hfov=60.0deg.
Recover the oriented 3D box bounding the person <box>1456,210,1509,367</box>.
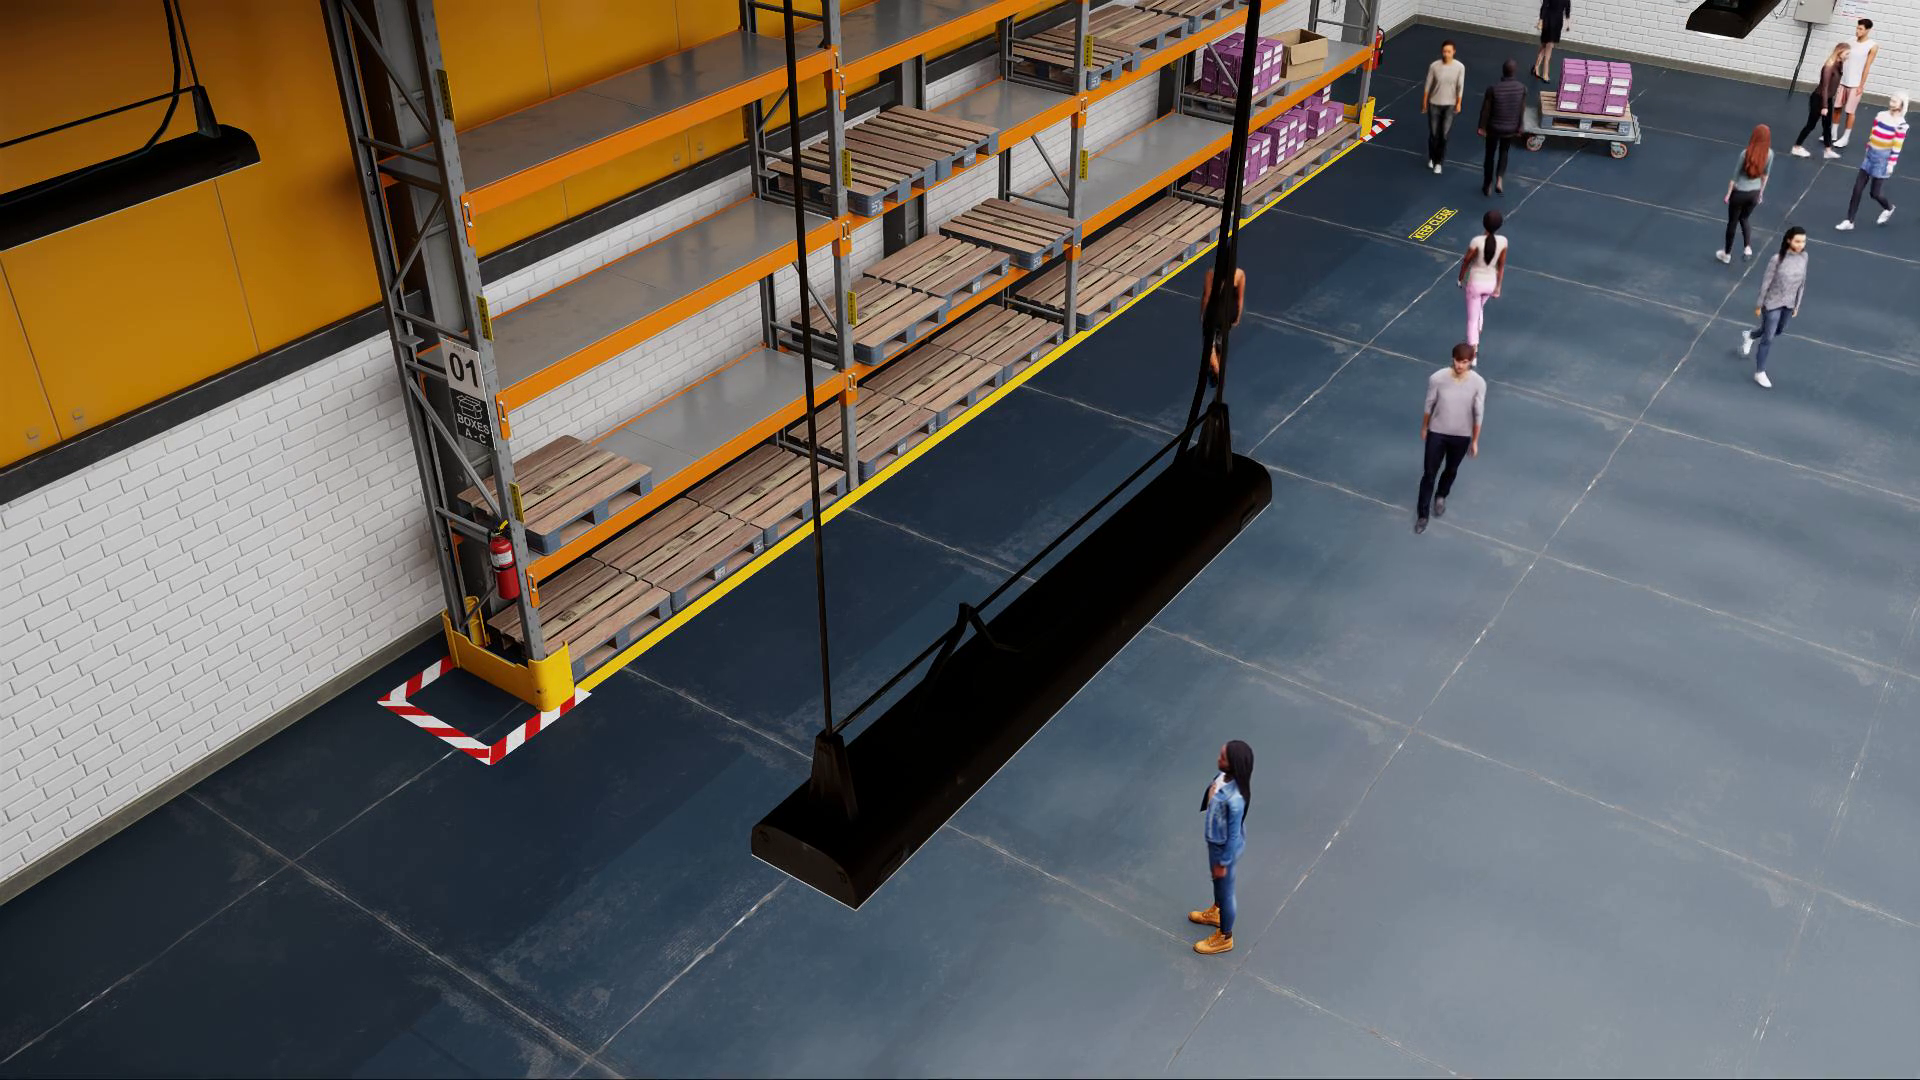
[{"bbox_3d":[5.605,-2.667,17.817,0.763,1.726,0.824,-5,34,-8],"label":"person"}]

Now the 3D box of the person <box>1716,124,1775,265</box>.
[{"bbox_3d":[9.464,-4.096,19.963,0.840,1.730,0.919,-3,34,-5],"label":"person"}]

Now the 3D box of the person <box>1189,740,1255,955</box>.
[{"bbox_3d":[1.729,1.980,10.838,0.741,1.713,0.633,1,34,2],"label":"person"}]

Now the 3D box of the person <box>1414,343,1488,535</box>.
[{"bbox_3d":[4.495,-1.014,15.251,0.887,1.813,1.084,7,34,11],"label":"person"}]

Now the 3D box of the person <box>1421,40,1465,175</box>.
[{"bbox_3d":[6.591,-5.972,22.728,0.785,1.793,0.848,10,35,14],"label":"person"}]

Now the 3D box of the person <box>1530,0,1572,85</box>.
[{"bbox_3d":[9.181,-8.067,25.938,0.861,1.730,0.882,-13,36,-18],"label":"person"}]

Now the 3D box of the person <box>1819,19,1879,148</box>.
[{"bbox_3d":[12.616,-6.473,23.495,0.748,1.778,0.739,-15,36,-21],"label":"person"}]

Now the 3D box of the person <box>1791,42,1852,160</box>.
[{"bbox_3d":[11.860,-6.093,23.023,0.862,1.669,0.905,27,42,34],"label":"person"}]

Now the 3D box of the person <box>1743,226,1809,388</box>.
[{"bbox_3d":[8.633,-2.545,17.643,1.025,1.714,1.082,-5,34,-8],"label":"person"}]

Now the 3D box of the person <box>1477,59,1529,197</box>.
[{"bbox_3d":[7.092,-5.361,21.778,0.875,1.828,0.904,3,34,4],"label":"person"}]

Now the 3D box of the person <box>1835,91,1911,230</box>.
[{"bbox_3d":[11.606,-4.756,20.904,1.147,1.788,1.015,-11,35,-16],"label":"person"}]

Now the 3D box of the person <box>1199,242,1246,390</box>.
[{"bbox_3d":[2.730,-2.321,17.361,0.869,1.654,0.944,-3,34,-5],"label":"person"}]
